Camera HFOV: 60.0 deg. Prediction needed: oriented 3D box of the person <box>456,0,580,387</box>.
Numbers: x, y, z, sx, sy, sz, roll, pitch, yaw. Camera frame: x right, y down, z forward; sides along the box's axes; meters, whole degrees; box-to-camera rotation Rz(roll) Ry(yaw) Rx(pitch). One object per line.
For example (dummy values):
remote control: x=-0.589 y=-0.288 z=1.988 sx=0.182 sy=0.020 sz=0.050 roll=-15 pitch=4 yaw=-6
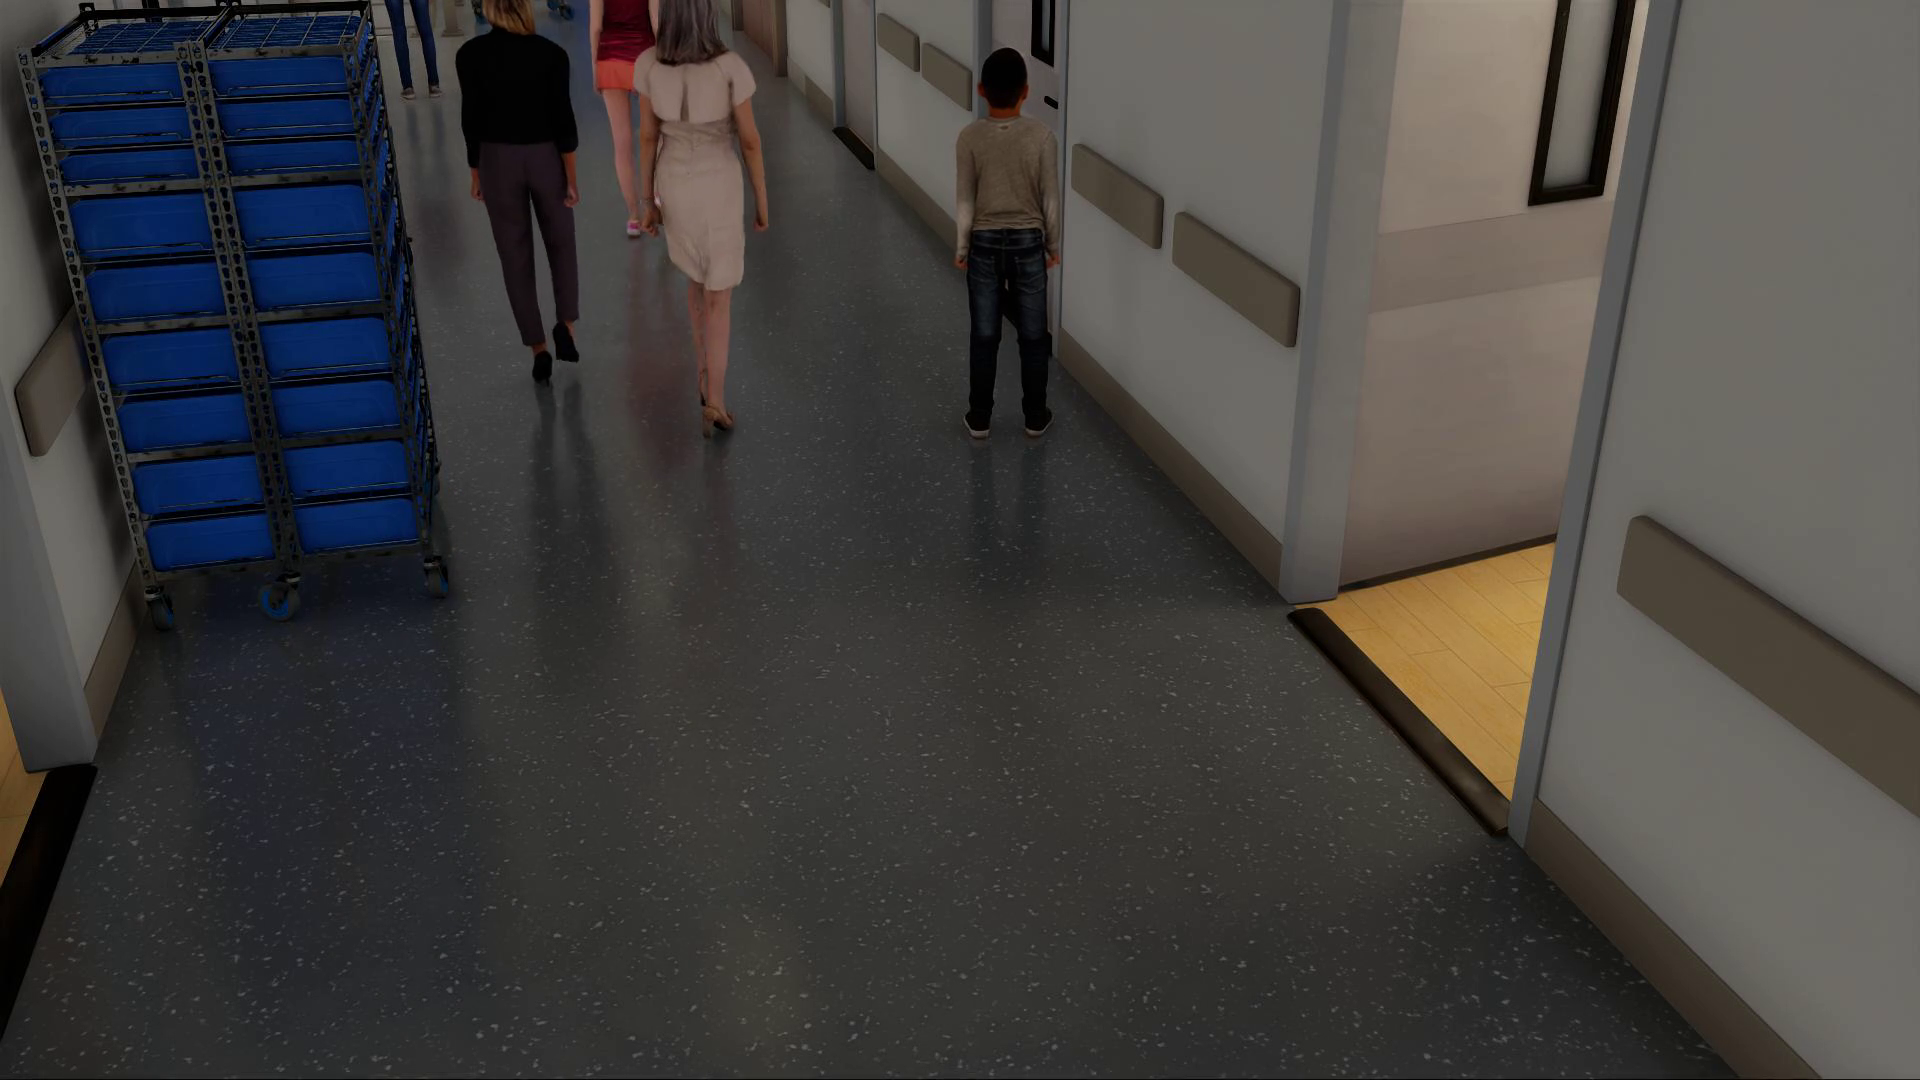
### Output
person: x=-1.747 y=-1.410 z=6.684 sx=0.605 sy=1.660 sz=0.598 roll=-9 pitch=27 yaw=-17

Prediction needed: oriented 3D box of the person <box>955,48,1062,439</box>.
person: x=0.174 y=-1.092 z=6.249 sx=0.612 sy=1.465 sz=0.599 roll=1 pitch=26 yaw=2

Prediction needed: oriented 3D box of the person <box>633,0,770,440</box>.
person: x=-0.978 y=-1.189 z=6.154 sx=0.725 sy=1.723 sz=0.753 roll=4 pitch=26 yaw=9

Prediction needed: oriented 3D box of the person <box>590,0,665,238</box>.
person: x=-1.739 y=-2.441 z=8.728 sx=0.601 sy=1.742 sz=0.745 roll=-4 pitch=26 yaw=-8

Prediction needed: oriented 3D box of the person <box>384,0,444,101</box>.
person: x=-4.131 y=-4.171 z=12.314 sx=0.568 sy=1.742 sz=0.509 roll=-8 pitch=27 yaw=-16
